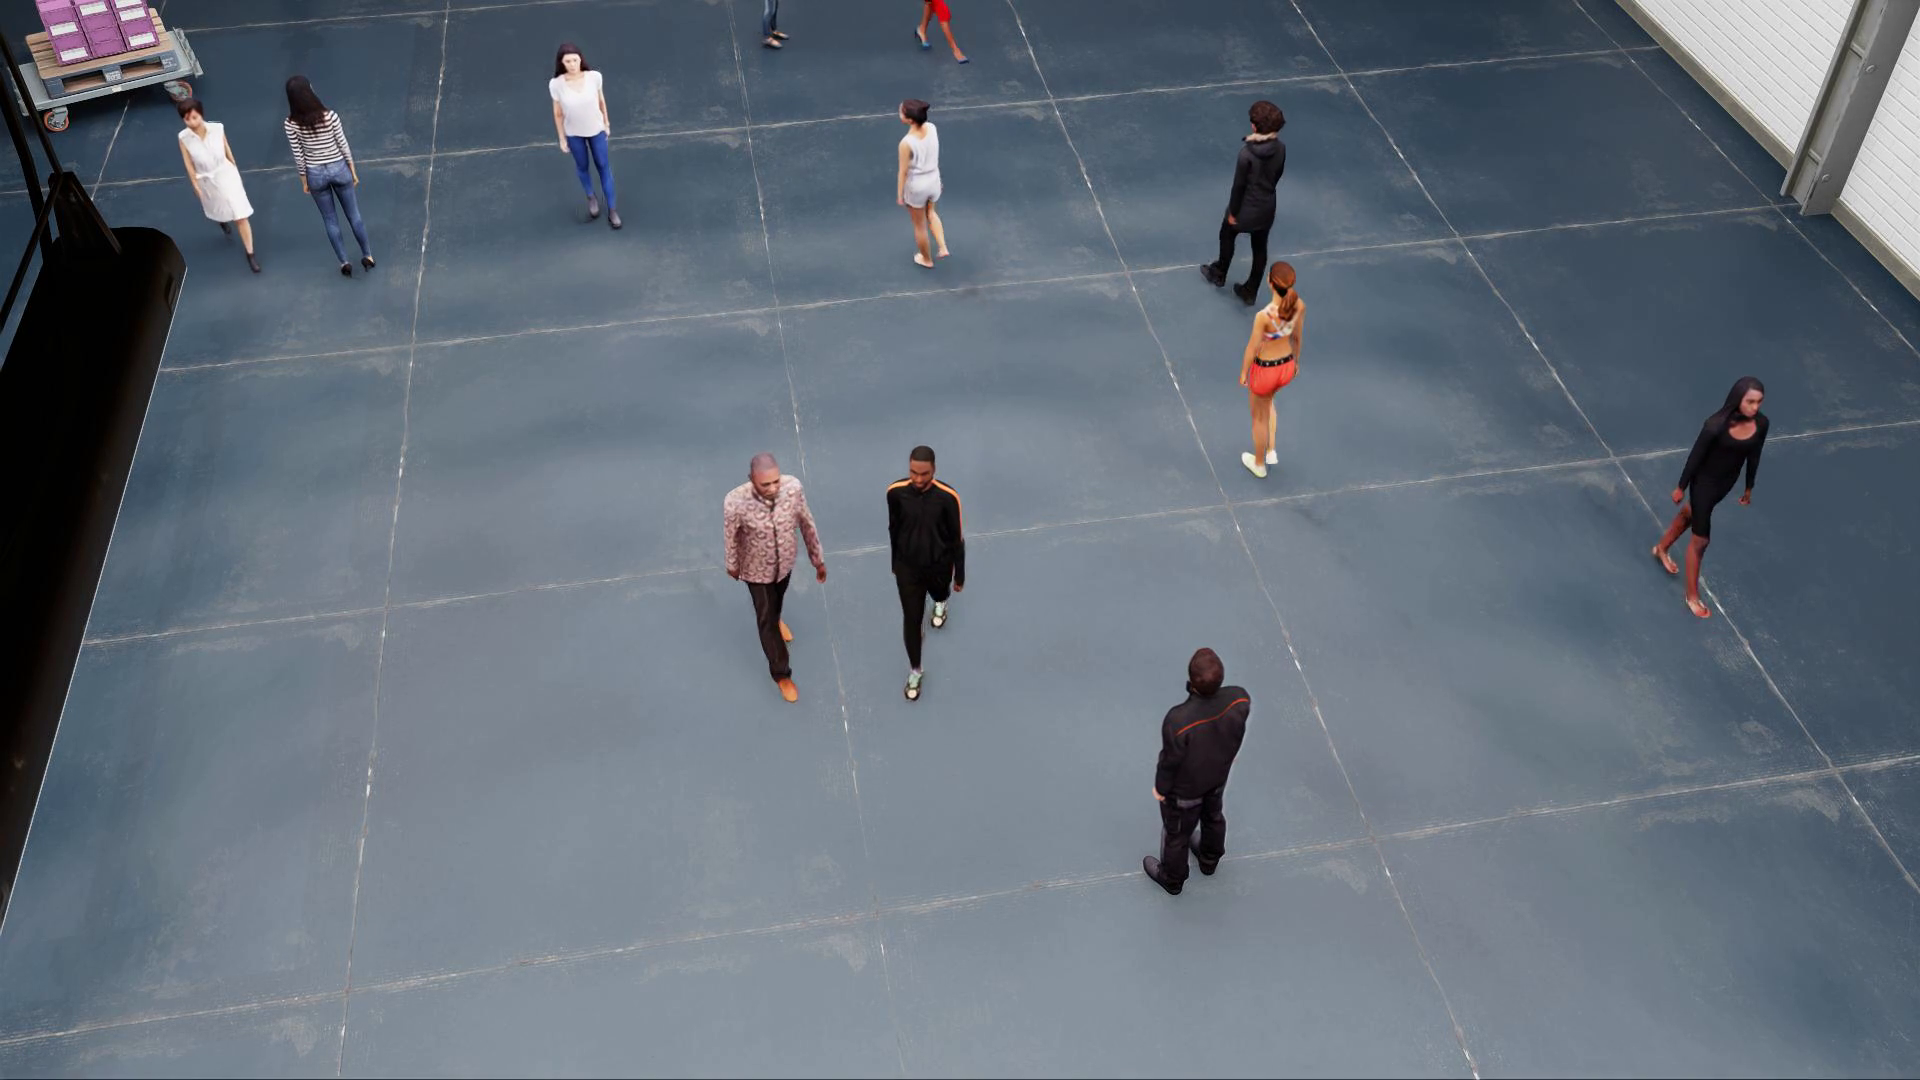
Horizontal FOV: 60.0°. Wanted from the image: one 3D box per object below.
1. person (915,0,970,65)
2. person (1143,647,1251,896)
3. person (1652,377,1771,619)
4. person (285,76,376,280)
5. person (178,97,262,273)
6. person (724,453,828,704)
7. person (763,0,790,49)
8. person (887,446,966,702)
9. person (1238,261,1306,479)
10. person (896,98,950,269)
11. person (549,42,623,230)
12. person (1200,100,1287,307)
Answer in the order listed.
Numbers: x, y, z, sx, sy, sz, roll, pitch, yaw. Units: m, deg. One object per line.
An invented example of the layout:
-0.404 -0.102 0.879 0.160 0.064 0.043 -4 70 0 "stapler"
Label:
-0.281 -5.617 16.477 0.968 1.704 1.172 -31 52 -29 "person"
1.300 1.282 9.136 0.793 1.839 0.713 -22 48 -21 "person"
4.924 -0.416 11.022 0.696 1.697 1.002 -12 45 -12 "person"
-5.165 -2.951 13.613 0.621 1.794 0.551 -15 46 -15 "person"
-6.215 -3.011 13.867 0.774 1.530 1.062 -22 48 -21 "person"
-1.236 0.066 10.465 0.972 1.767 1.236 -26 49 -24 "person"
-1.917 -5.630 16.778 0.590 1.306 0.485 6 44 6 "person"
-0.194 0.080 10.448 0.890 1.769 1.236 5 44 5 "person"
2.238 -1.132 11.715 0.686 1.778 0.710 -20 47 -20 "person"
-0.264 -2.888 13.684 0.715 1.604 0.753 -32 52 -29 "person"
-3.236 -3.534 14.315 0.668 1.669 0.873 -12 45 -13 "person"
2.384 -2.627 13.301 0.766 1.755 0.916 -17 46 -17 "person"
